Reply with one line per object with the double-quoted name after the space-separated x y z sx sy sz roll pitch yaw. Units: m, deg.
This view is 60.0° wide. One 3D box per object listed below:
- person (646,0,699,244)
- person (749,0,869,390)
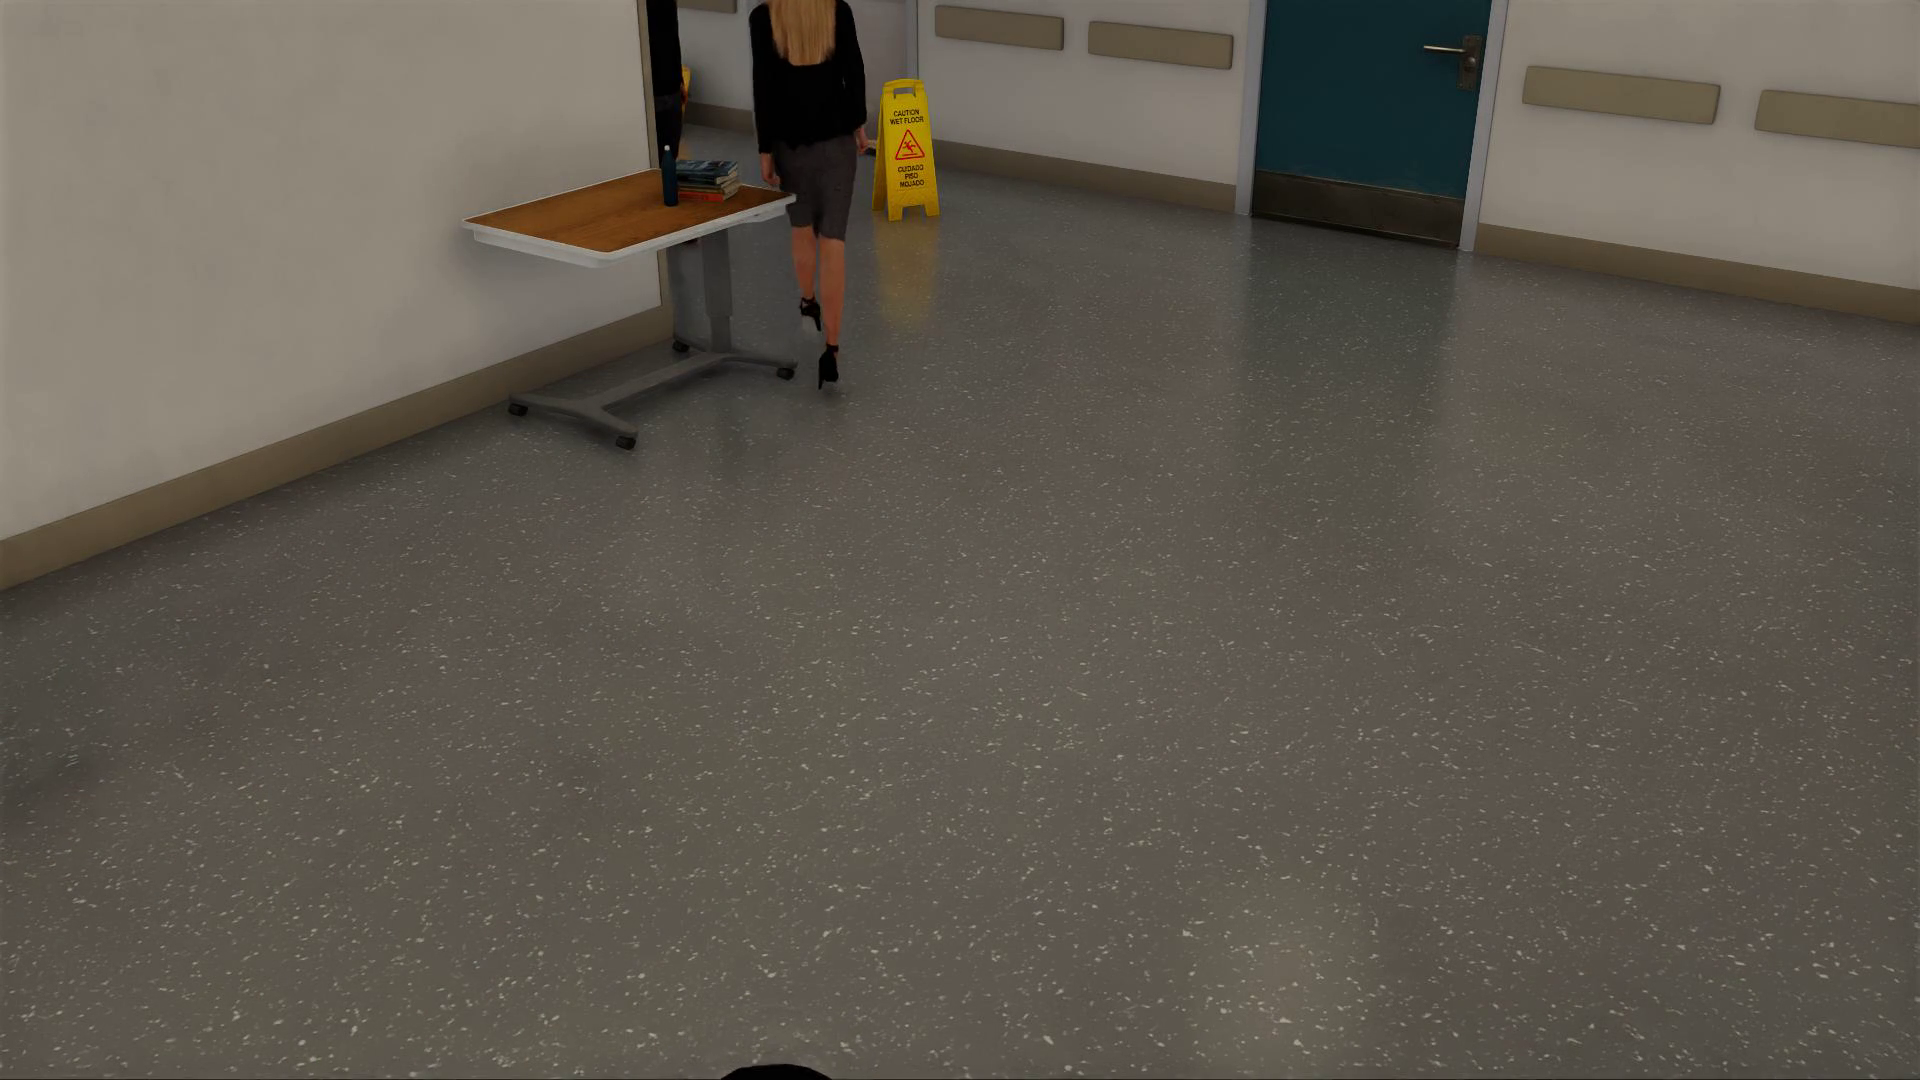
-1.635 -2.397 8.708 0.547 1.723 0.666 20 32 36 "person"
-0.579 -1.483 6.737 1.116 1.788 1.191 -4 26 -9 "person"
